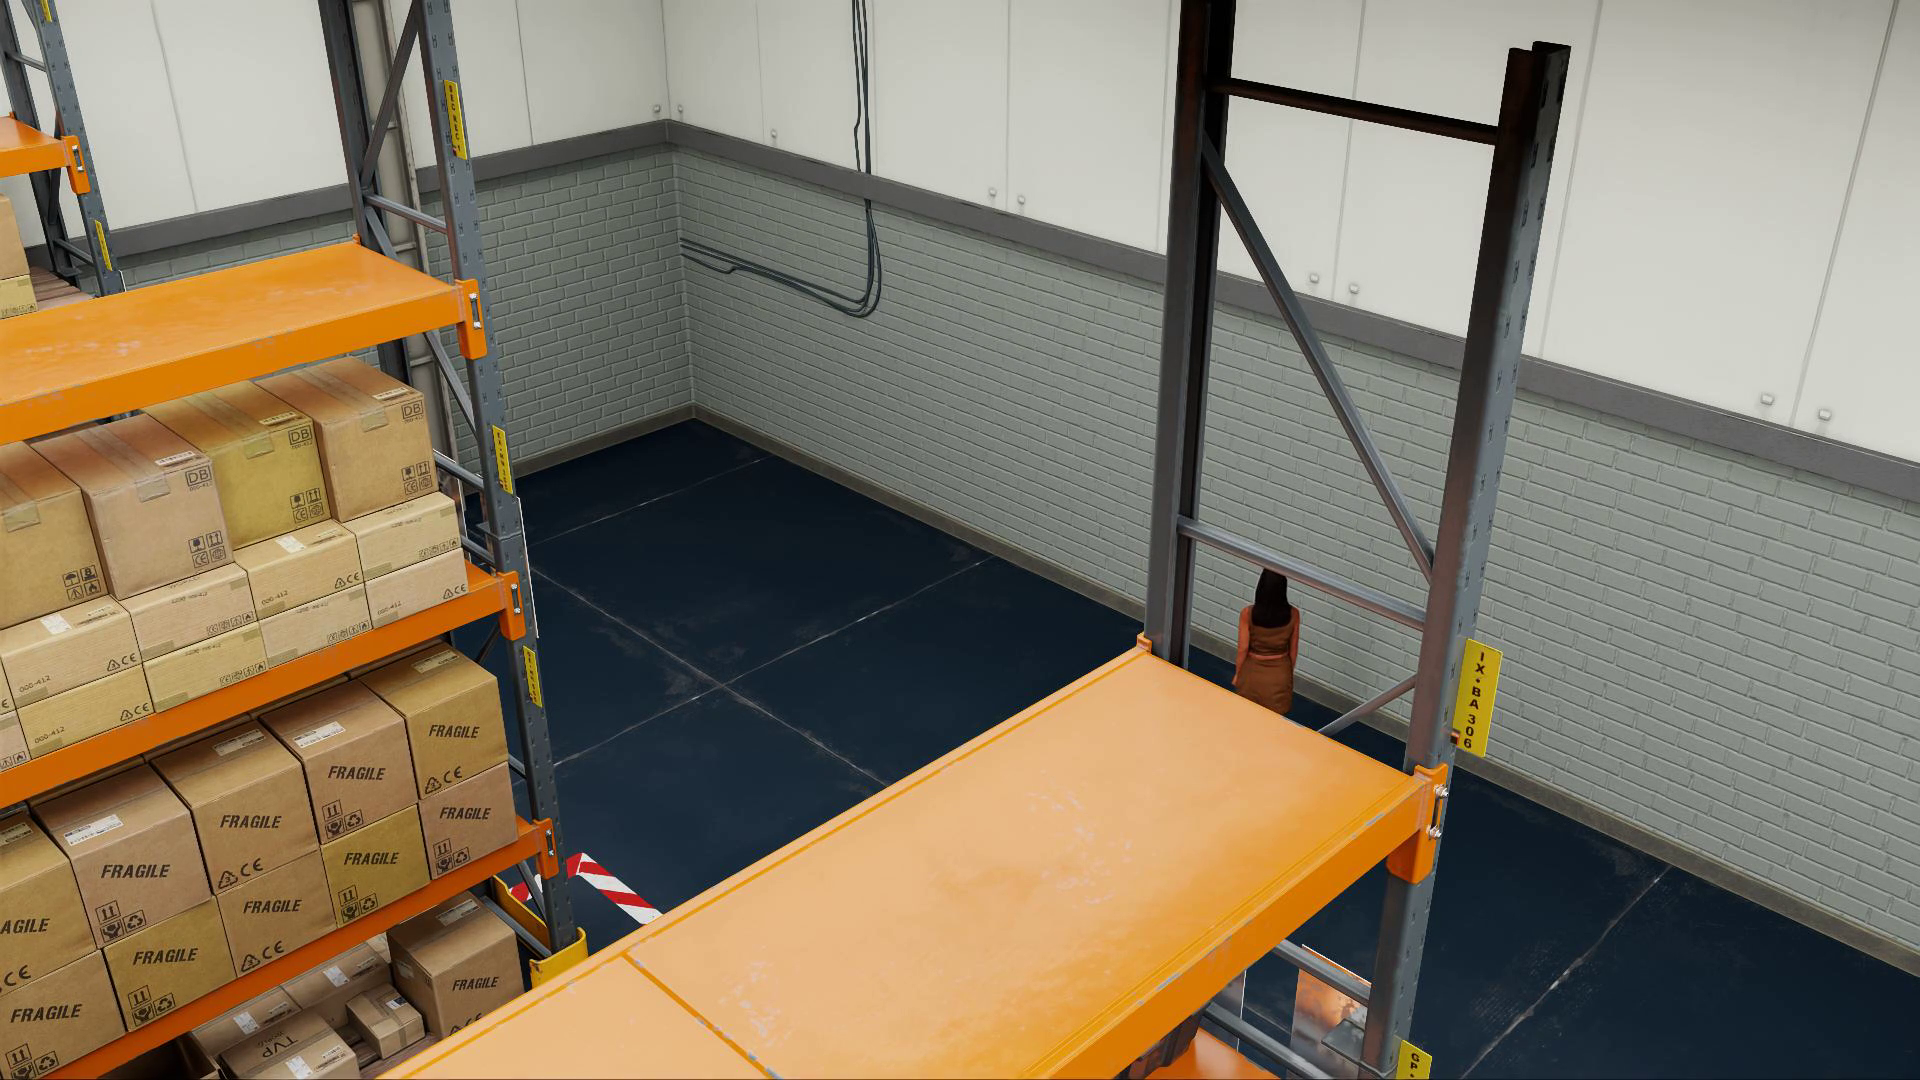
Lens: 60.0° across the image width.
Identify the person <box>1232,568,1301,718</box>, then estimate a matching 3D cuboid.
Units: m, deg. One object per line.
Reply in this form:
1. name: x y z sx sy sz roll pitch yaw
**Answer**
1. person: 2.020 0.919 11.014 0.632 1.690 0.700 -1 27 -2
